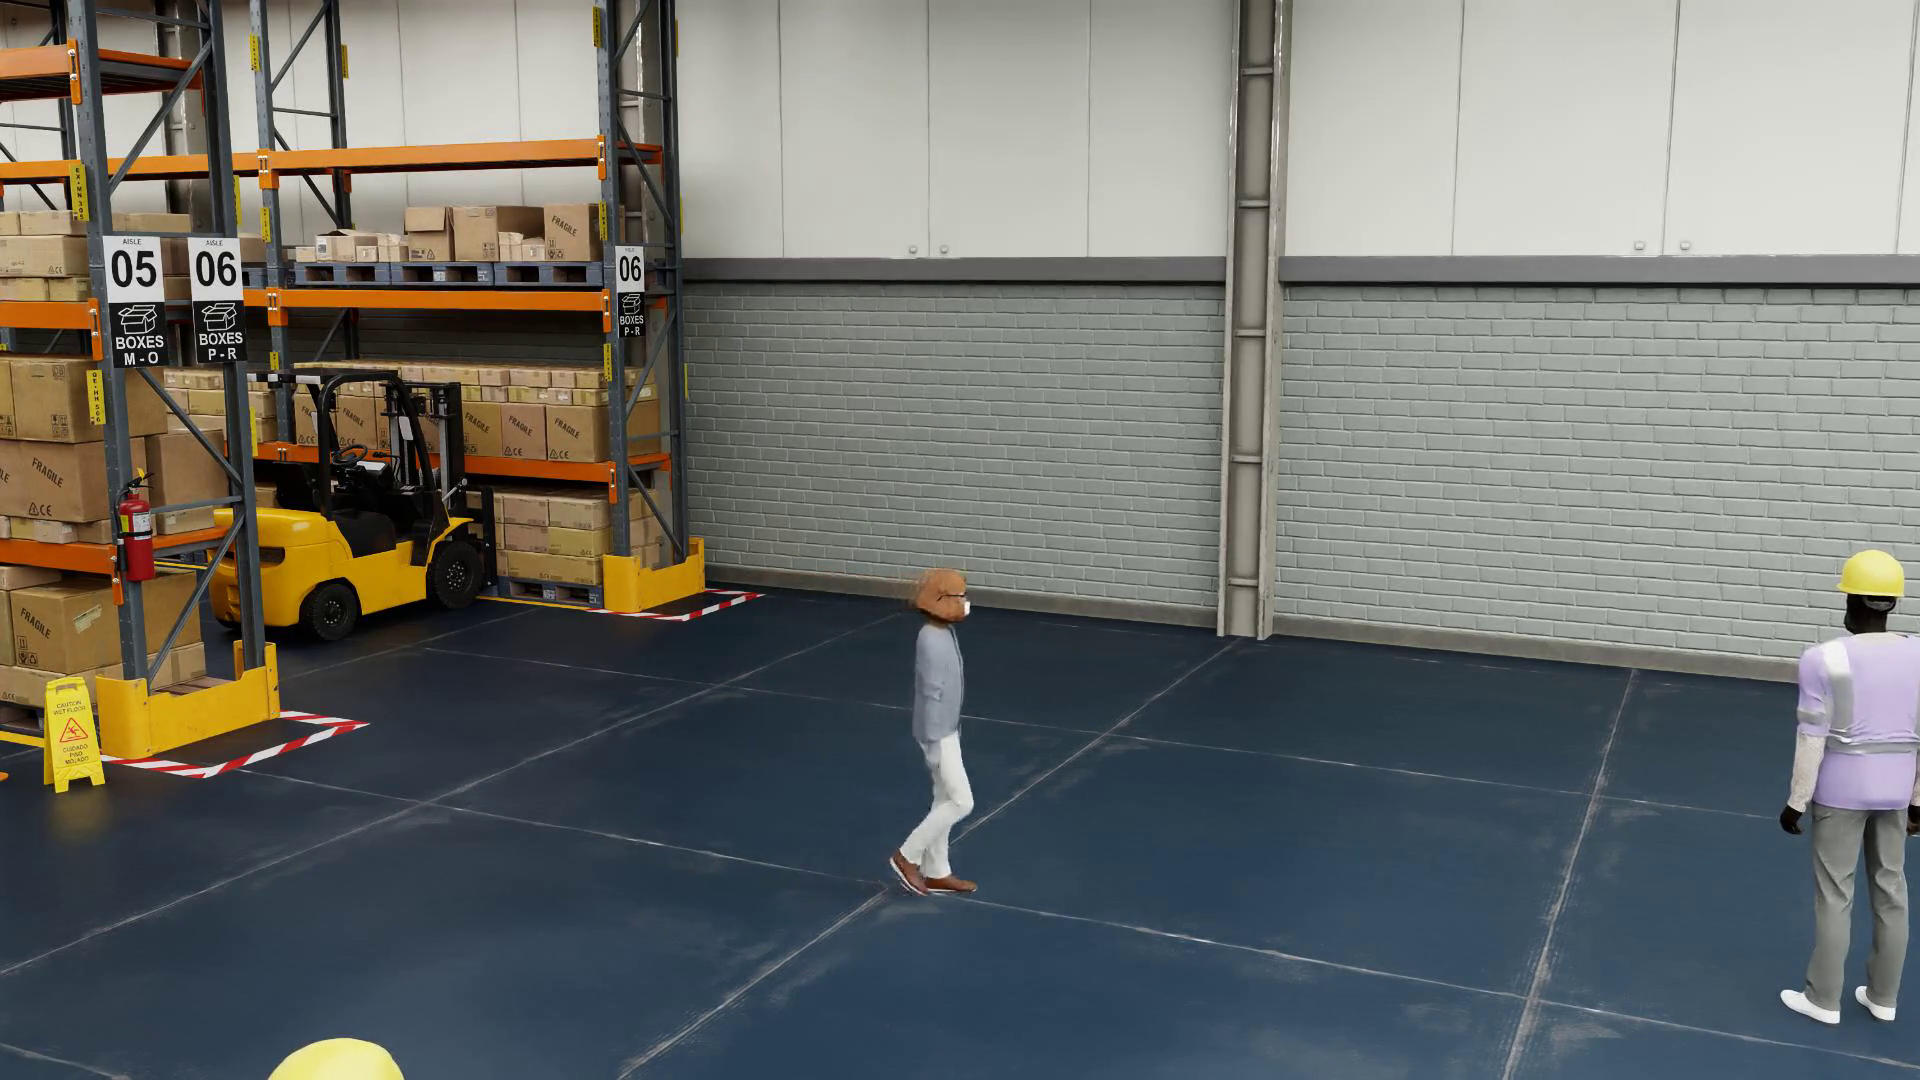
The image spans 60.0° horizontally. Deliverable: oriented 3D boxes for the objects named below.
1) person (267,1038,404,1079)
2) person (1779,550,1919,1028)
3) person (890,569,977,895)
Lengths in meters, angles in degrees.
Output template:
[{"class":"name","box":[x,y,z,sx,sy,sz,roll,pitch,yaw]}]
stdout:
[{"class":"person","box":[-1.016,1.689,2.737,0.403,1.822,0.588,-1,9,-5]},{"class":"person","box":[3.591,0.997,6.656,0.584,1.928,0.372,0,9,-2]},{"class":"person","box":[-0.078,0.934,7.975,0.364,1.617,0.518,1,9,7]}]
